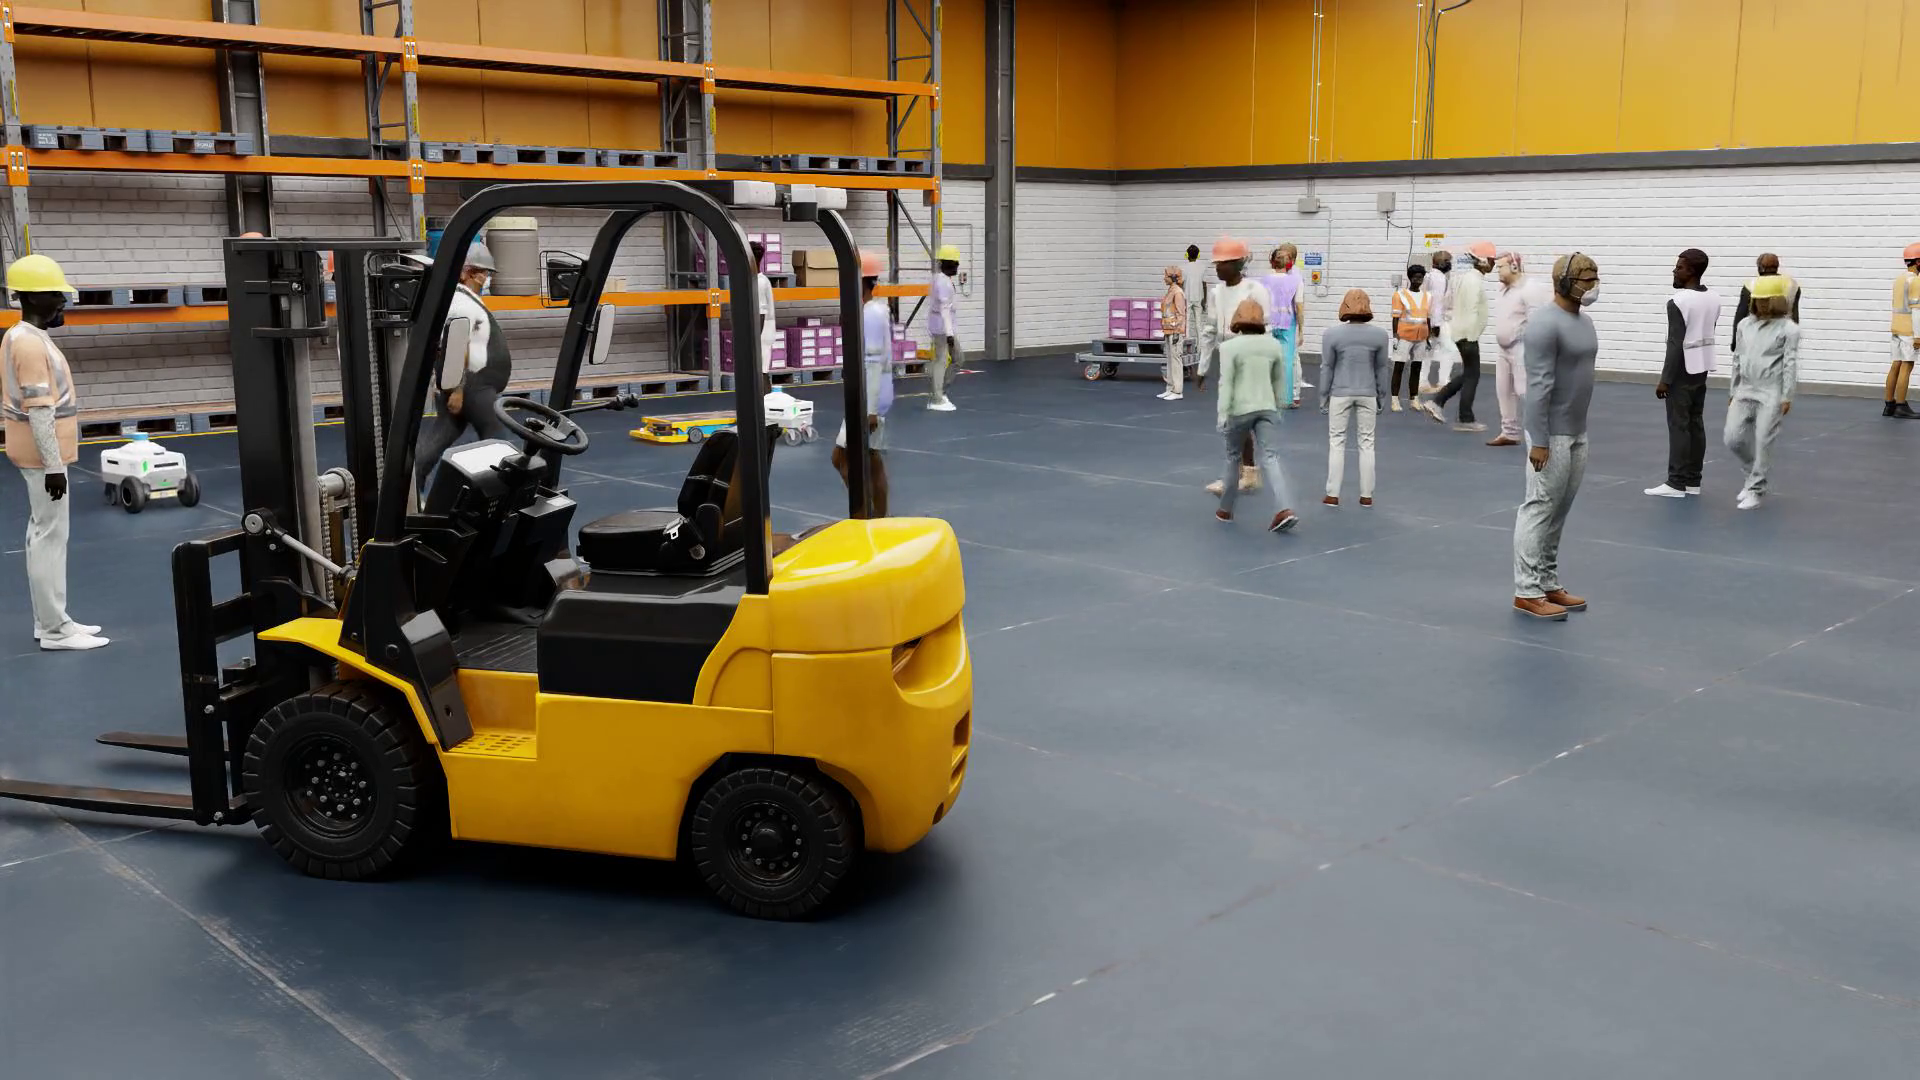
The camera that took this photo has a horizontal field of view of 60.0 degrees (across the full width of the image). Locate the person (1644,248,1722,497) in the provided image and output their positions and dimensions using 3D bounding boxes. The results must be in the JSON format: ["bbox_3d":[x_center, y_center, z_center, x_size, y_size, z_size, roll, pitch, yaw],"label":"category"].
[{"bbox_3d":[5.633,-1.287,12.892,0.593,1.922,0.392,-8,13,-37],"label":"person"}]

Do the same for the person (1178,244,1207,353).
[{"bbox_3d":[3.778,-3.878,27.158,0.513,1.872,0.331,-2,11,-8],"label":"person"}]

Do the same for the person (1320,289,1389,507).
[{"bbox_3d":[2.938,-1.056,12.436,0.502,1.626,0.281,1,10,3],"label":"person"}]

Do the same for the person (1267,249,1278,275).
[{"bbox_3d":[4.015,-2.886,21.780,0.542,1.856,0.555,2,11,9],"label":"person"}]

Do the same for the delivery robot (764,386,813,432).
[{"bbox_3d":[-1.783,-1.259,16.209,0.707,0.478,0.477,6,12,31],"label":"delivery robot"}]

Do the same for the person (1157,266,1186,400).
[{"bbox_3d":[2.625,-2.546,20.524,0.307,1.639,0.525,-1,10,-7],"label":"person"}]

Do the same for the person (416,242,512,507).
[{"bbox_3d":[-3.641,-1.190,12.032,1.020,2.000,0.689,-5,11,-24],"label":"person"}]

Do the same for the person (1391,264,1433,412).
[{"bbox_3d":[5.180,-2.308,19.081,0.531,1.692,0.320,-3,11,-16],"label":"person"}]

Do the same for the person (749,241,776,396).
[{"bbox_3d":[-2.038,-2.019,16.757,0.369,1.965,0.609,0,10,-2],"label":"person"}]

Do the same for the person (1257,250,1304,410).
[{"bbox_3d":[3.715,-2.437,19.363,0.575,1.843,0.375,5,12,27],"label":"person"}]

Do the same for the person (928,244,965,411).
[{"bbox_3d":[-0.163,-2.433,19.164,0.440,1.911,0.589,2,11,8],"label":"person"}]

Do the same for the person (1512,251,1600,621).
[{"bbox_3d":[3.181,-0.554,8.845,0.355,1.936,0.637,9,14,40],"label":"person"}]

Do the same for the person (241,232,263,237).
[{"bbox_3d":[-5.787,-1.505,13.745,0.375,2.043,0.611,-9,14,-42],"label":"person"}]

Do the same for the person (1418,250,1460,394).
[{"bbox_3d":[6.164,-2.761,21.187,0.660,1.821,0.661,0,10,2],"label":"person"}]

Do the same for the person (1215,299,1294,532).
[{"bbox_3d":[2.032,-0.864,11.501,0.543,1.584,0.850,-3,11,-16],"label":"person"}]

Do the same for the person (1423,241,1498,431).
[{"bbox_3d":[5.234,-2.107,17.231,0.625,1.968,0.664,3,11,14],"label":"person"}]

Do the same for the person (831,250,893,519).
[{"bbox_3d":[-0.669,-0.891,10.715,0.496,1.923,0.569,0,10,-2],"label":"person"}]

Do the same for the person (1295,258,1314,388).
[{"bbox_3d":[4.274,-2.890,22.155,0.861,1.724,0.546,3,11,14],"label":"person"}]

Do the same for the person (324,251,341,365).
[{"bbox_3d":[-4.756,-1.328,13.098,0.379,1.927,0.542,-4,11,-22],"label":"person"}]

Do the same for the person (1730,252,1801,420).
[{"bbox_3d":[8.799,-2.213,18.174,0.660,1.837,0.429,0,10,2],"label":"person"}]

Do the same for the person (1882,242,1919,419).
[{"bbox_3d":[10.521,-2.315,18.436,0.347,1.943,0.545,1,10,5],"label":"person"}]

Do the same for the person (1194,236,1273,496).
[{"bbox_3d":[2.094,-1.338,12.922,0.717,2.010,0.640,-5,12,-25],"label":"person"}]

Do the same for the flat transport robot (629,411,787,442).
[{"bbox_3d":[-2.514,-1.146,16.622,1.431,0.197,0.652,-8,13,-37],"label":"flat transport robot"}]

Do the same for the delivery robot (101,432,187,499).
[{"bbox_3d":[-6.082,-0.558,12.383,0.707,0.478,0.477,8,13,38],"label":"delivery robot"}]

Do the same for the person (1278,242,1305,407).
[{"bbox_3d":[3.886,-2.534,19.642,0.353,1.936,0.633,1,10,4],"label":"person"}]

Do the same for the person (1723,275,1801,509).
[{"bbox_3d":[5.913,-1.085,12.292,0.365,1.726,0.511,-7,13,-34],"label":"person"}]

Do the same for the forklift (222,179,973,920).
[{"bbox_3d":[-1.114,-0.058,5.440,2.313,2.155,1.214,2,11,13],"label":"forklift"}]

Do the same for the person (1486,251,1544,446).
[{"bbox_3d":[5.406,-1.820,15.933,0.621,1.876,0.668,-3,11,-16],"label":"person"}]

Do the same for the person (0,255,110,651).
[{"bbox_3d":[-4.455,-0.419,8.141,0.369,1.927,0.589,-6,12,-31],"label":"person"}]
